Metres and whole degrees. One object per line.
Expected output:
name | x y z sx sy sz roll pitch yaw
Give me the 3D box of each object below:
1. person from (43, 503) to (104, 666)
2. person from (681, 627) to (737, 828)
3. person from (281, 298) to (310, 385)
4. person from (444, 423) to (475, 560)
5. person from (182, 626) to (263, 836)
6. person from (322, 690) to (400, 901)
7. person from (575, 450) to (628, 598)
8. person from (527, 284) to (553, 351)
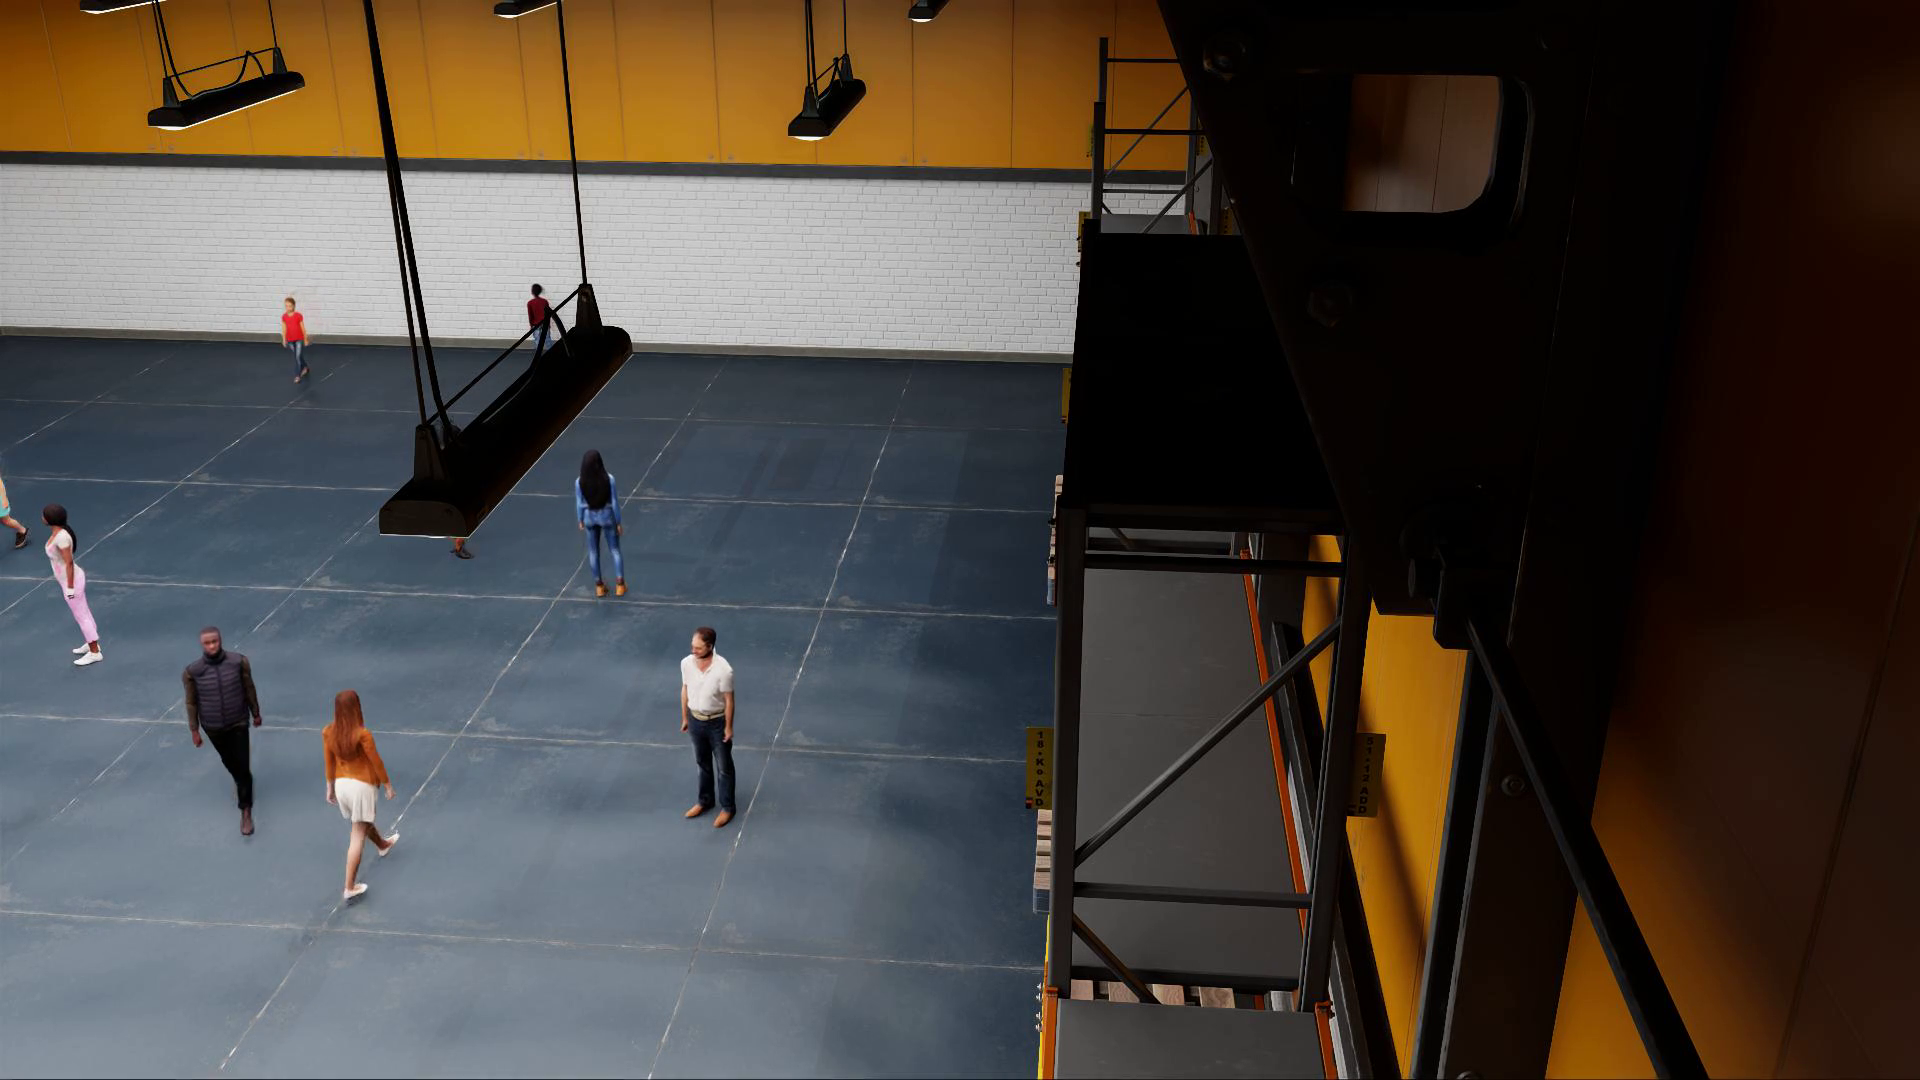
person | -9.000 0.424 16.861 0.712 1.741 0.608 -11 26 -24
person | -2.116 1.542 14.169 0.742 1.850 0.717 12 26 26
person | -10.148 -3.076 25.443 0.547 1.281 0.917 0 24 -1
person | -5.893 -0.624 19.362 0.699 1.658 0.819 21 31 40
person | -6.280 1.546 14.236 1.071 1.789 1.316 -9 25 -20
person | -4.842 2.047 13.232 0.786 1.673 1.187 7 24 15
person | -3.960 -0.167 18.254 0.666 1.709 0.606 -2 24 -4
person | -6.636 -3.434 26.294 0.582 1.256 0.615 -12 26 -25
